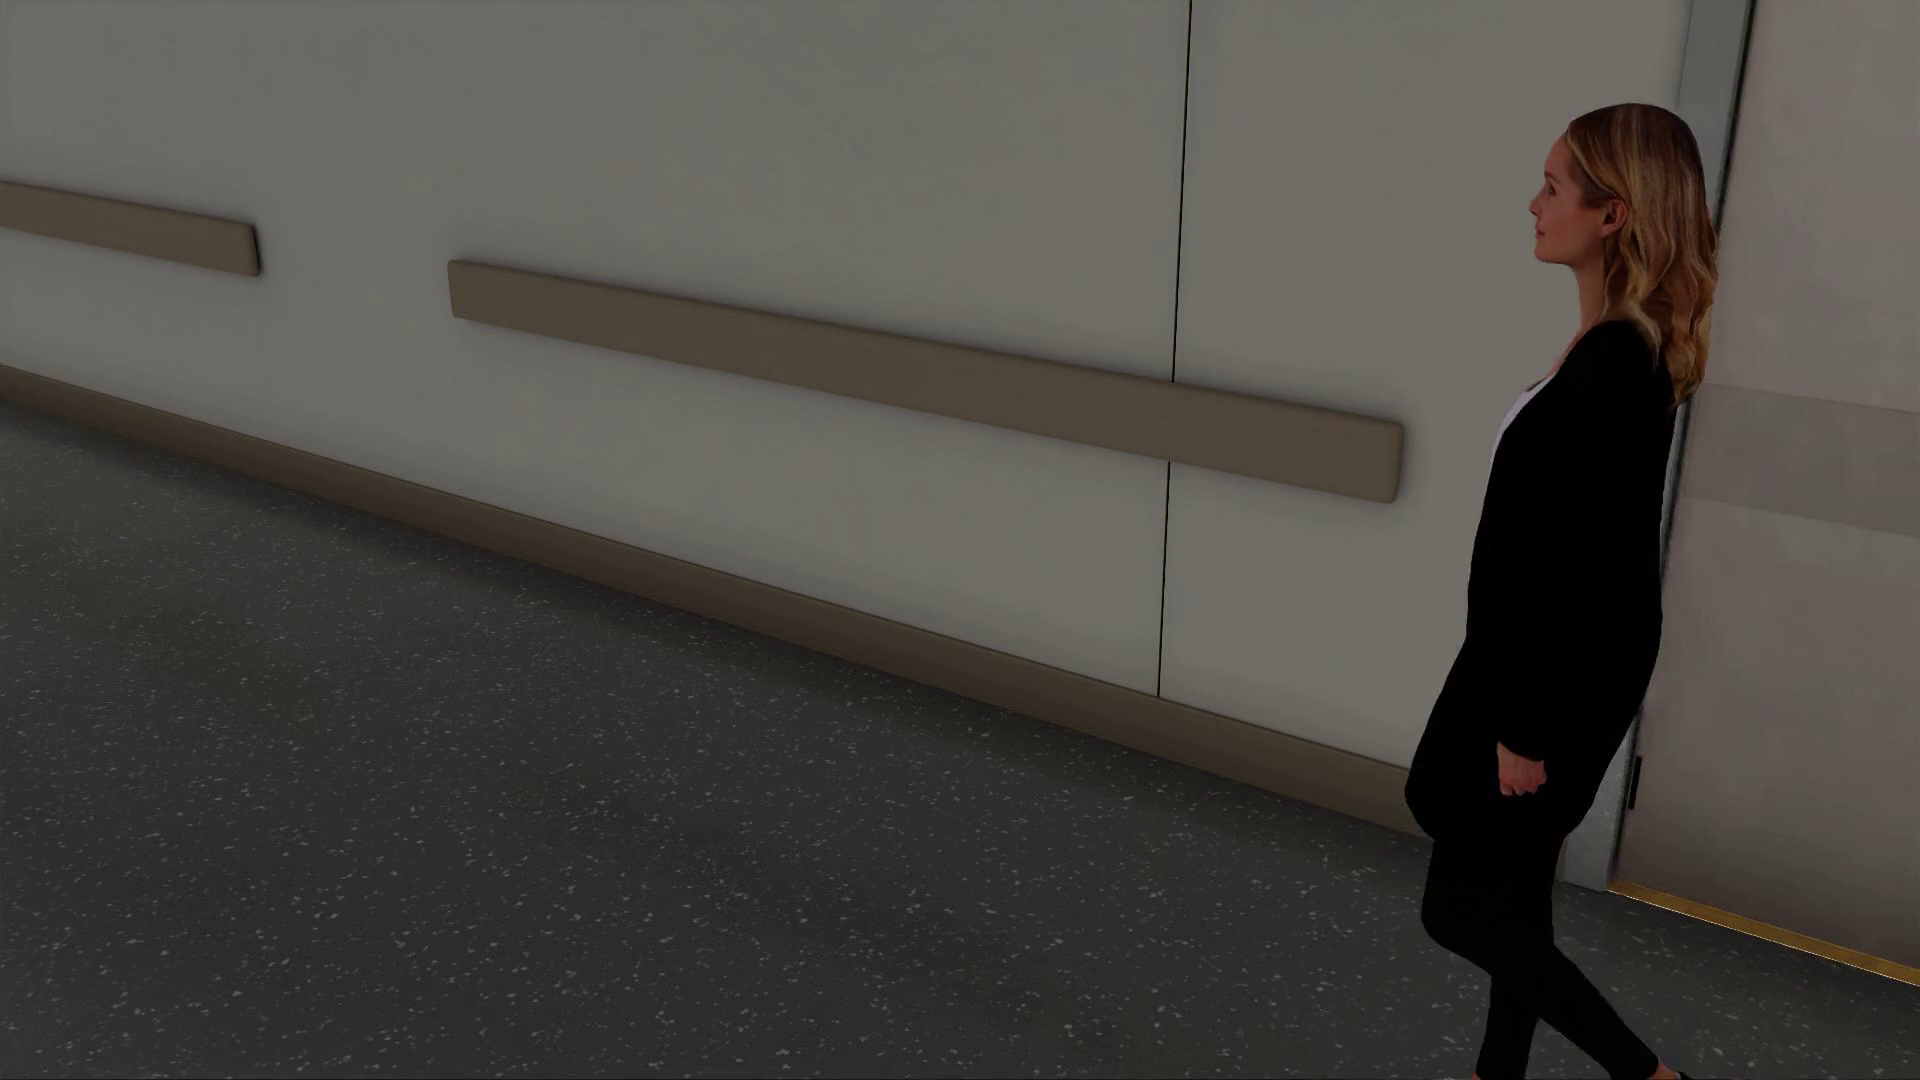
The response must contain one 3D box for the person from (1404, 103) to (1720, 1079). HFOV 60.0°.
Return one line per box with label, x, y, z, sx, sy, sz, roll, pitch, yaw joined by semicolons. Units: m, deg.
person;0.992;0.270;2.531;0.726;1.794;0.770;11;24;28
